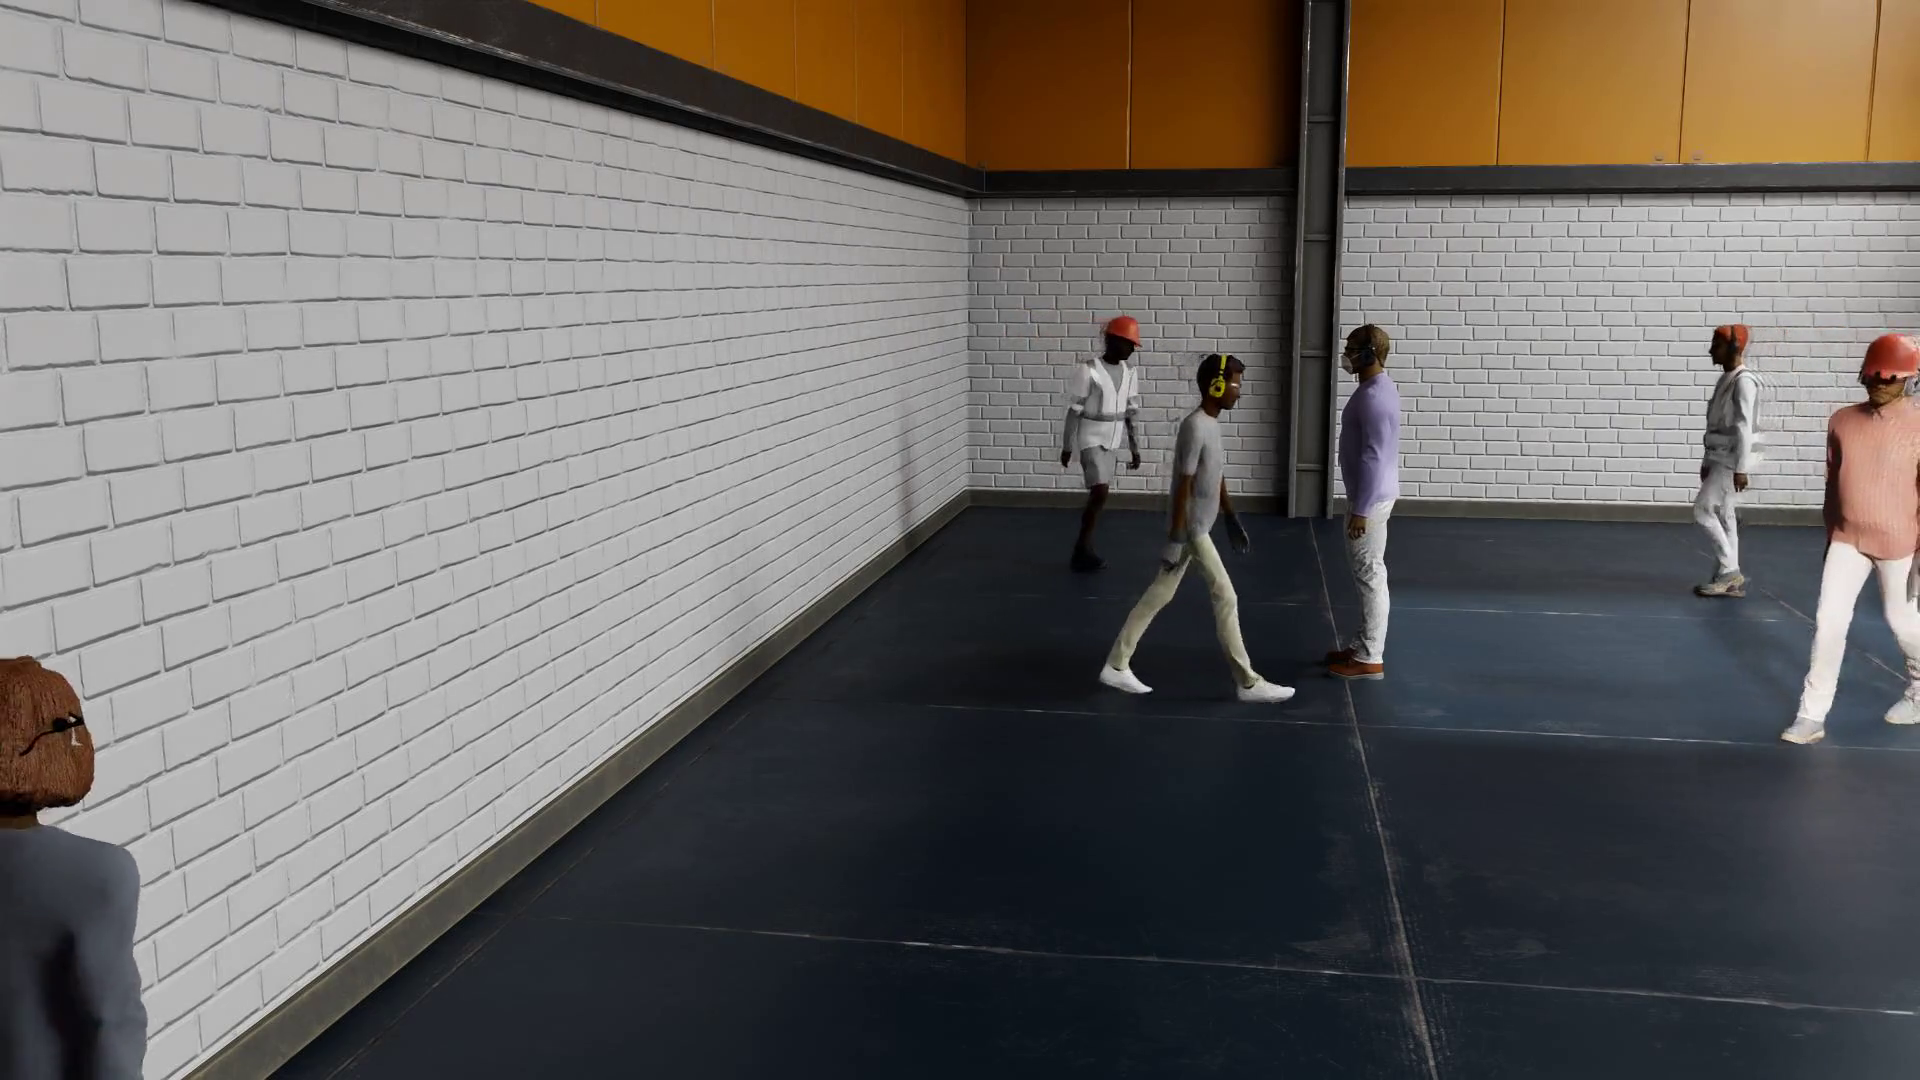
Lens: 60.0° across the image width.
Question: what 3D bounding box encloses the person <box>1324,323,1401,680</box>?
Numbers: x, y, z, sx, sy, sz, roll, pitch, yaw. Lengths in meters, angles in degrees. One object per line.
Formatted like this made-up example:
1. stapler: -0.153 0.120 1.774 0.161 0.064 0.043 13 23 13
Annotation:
1. person: 2.208 -0.206 9.083 0.372 1.940 0.631 2 9 13

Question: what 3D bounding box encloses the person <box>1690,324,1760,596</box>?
1. person: 5.167 -0.528 11.290 0.437 1.864 0.601 2 9 13

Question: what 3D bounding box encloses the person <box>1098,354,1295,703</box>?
1. person: 1.201 -0.056 8.583 1.020 1.811 0.536 1 9 9

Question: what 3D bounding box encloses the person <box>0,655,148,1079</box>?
1. person: -1.574 0.981 2.788 0.512 1.590 0.846 2 9 10

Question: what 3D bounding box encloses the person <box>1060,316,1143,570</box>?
1. person: 1.051 -0.713 12.356 0.559 1.889 0.621 -8 12 -40

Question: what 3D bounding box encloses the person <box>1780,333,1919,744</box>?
1. person: 4.398 -0.015 7.896 1.027 1.946 0.630 -6 11 -31
